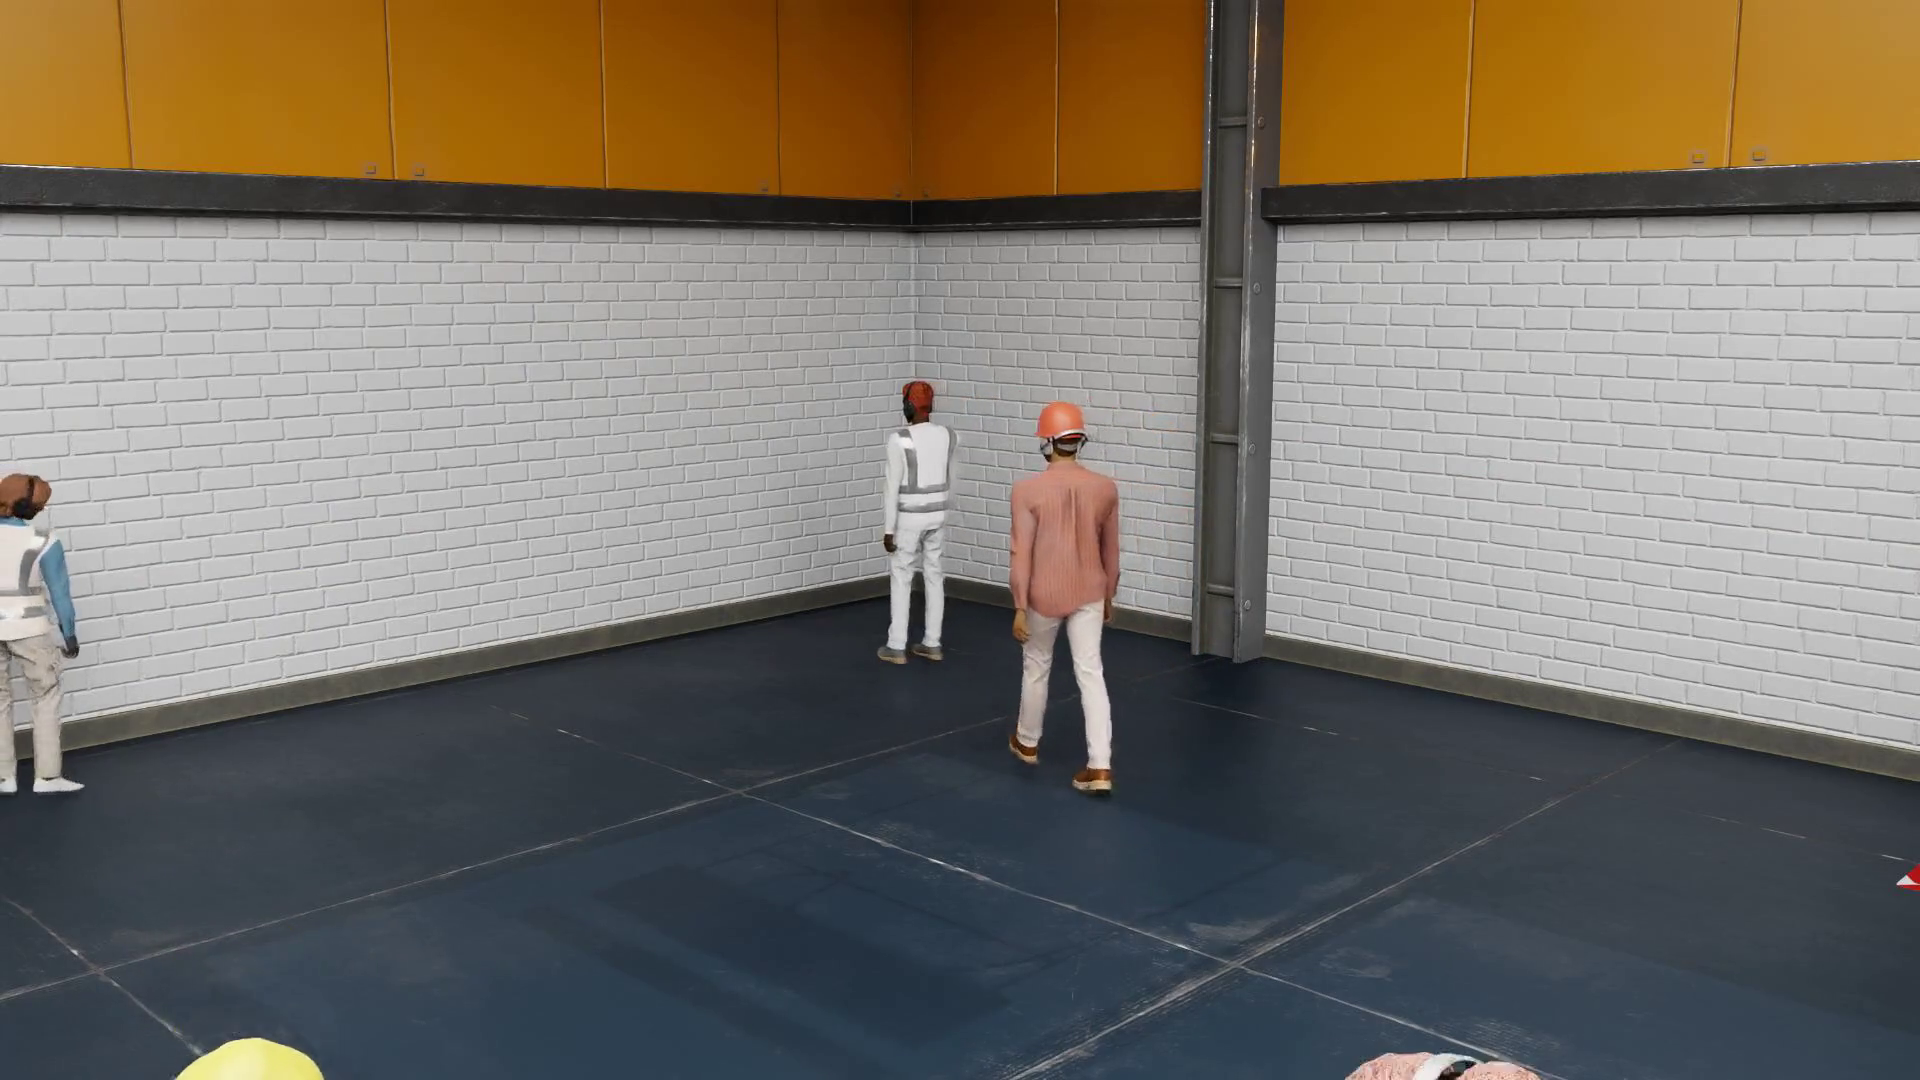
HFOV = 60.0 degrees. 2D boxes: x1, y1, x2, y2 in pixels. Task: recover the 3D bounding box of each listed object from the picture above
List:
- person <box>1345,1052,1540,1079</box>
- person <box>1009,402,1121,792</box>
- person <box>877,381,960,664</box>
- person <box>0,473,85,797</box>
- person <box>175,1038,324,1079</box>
[{"bbox_3d":[0.519,1.431,1.545,0.694,1.872,0.533,-8,12,-42],"label":"person"},{"bbox_3d":[0.534,0.272,8.449,0.636,1.944,1.050,-3,10,-18],"label":"person"},{"bbox_3d":[-0.279,-0.117,11.031,0.591,1.881,0.412,-6,11,-34],"label":"person"},{"bbox_3d":[-4.648,0.483,8.158,0.573,1.623,0.393,-1,9,-8],"label":"person"},{"bbox_3d":[-0.813,1.422,2.011,0.550,1.725,0.872,-3,10,-15],"label":"person"}]
